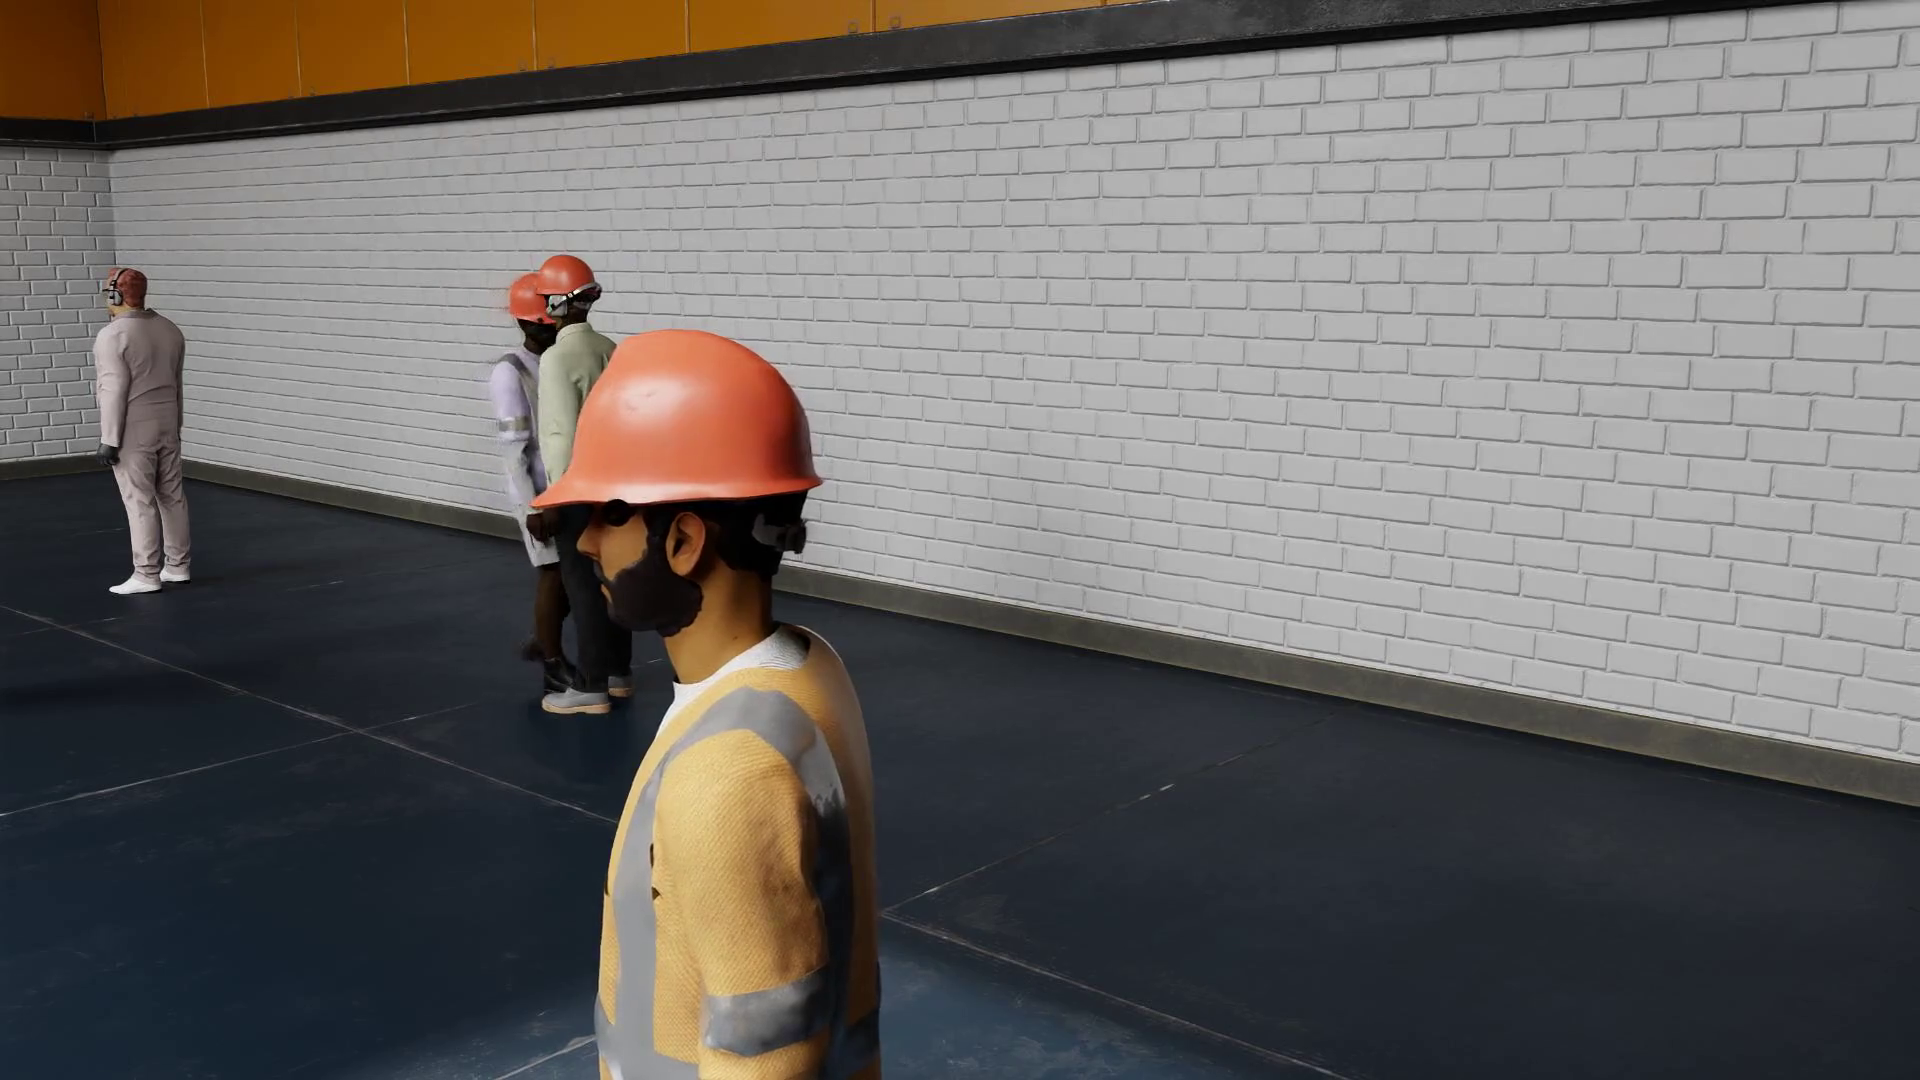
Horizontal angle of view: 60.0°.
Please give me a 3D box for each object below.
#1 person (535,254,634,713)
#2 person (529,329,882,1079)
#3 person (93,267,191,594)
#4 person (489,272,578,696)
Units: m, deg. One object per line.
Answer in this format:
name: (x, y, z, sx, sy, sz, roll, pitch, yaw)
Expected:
person: (-1.668, -0.240, 7.276, 0.396, 1.992, 0.622, 2, 10, 13)
person: (-0.269, 0.738, 1.875, 0.366, 1.935, 0.552, 0, 10, -1)
person: (-4.836, -0.637, 9.786, 0.406, 1.911, 0.637, 2, 10, 13)
person: (-1.813, -0.229, 7.428, 0.435, 1.917, 0.592, 4, 11, 20)
